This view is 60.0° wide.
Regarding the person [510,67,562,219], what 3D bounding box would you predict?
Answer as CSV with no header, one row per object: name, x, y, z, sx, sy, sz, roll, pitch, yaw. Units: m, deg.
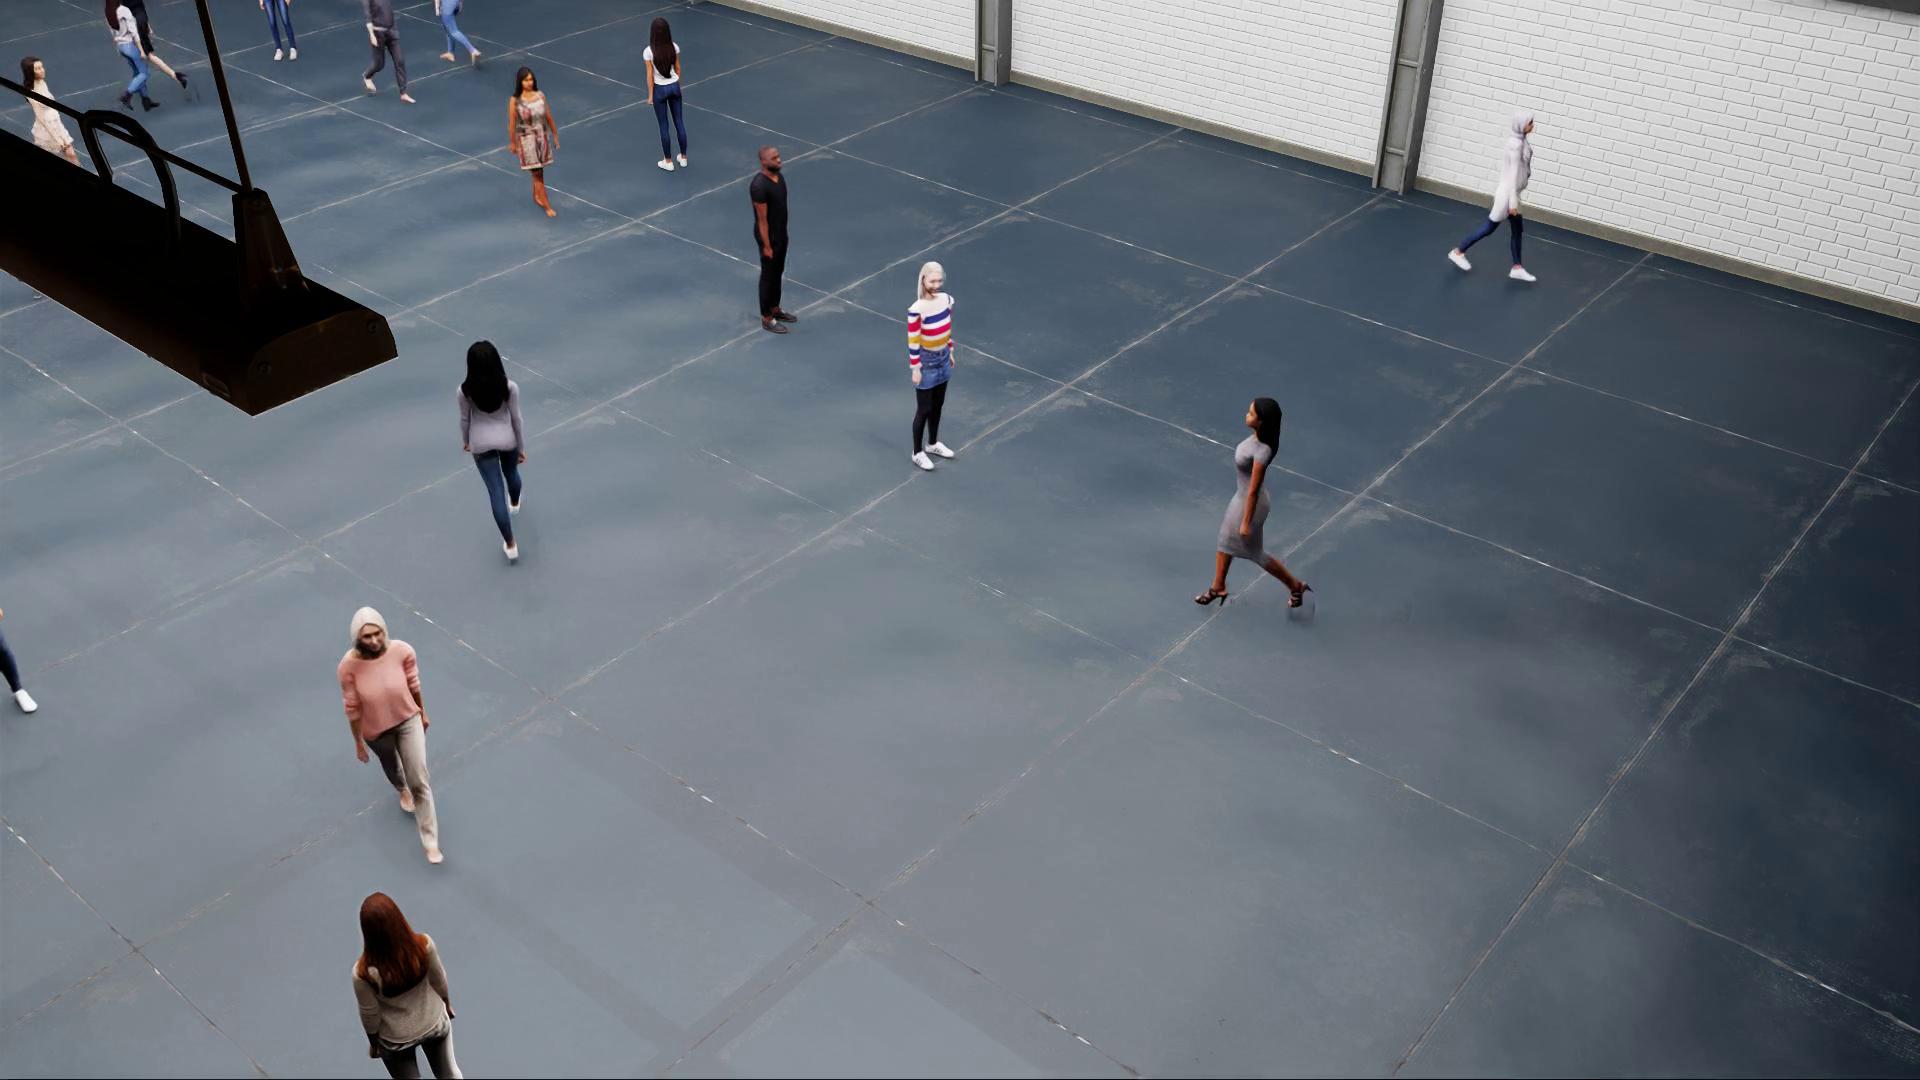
person,-4.744,-4.423,18.370,0.761,1.611,1.044,-24,41,-32

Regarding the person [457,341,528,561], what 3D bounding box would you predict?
person,-3.520,-0.646,12.618,1.024,1.689,1.236,-11,35,-16

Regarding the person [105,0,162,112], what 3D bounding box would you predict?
person,-10.537,-6.175,20.996,0.803,1.621,0.742,18,38,26

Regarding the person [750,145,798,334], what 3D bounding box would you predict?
person,-1.803,-2.894,15.881,0.695,1.819,0.736,11,35,17

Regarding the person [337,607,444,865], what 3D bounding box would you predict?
person,-3.452,1.080,10.035,0.929,1.672,1.206,-15,36,-21

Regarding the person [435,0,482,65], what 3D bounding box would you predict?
person,-6.904,-7.264,22.663,1.066,1.589,0.771,15,36,21

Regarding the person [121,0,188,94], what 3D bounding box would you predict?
person,-10.560,-6.561,21.498,1.191,1.708,0.886,9,35,14

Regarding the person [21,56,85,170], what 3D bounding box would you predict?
person,-10.126,-4.453,18.340,1.097,1.695,0.949,3,34,4

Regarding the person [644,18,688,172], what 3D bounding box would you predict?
person,-3.414,-5.205,19.397,0.639,1.775,0.603,-21,39,-28

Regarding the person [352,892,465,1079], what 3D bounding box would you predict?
person,-2.654,2.363,8.068,0.633,1.713,0.610,-24,40,-31

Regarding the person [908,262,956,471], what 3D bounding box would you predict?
person,-0.239,-1.458,13.732,0.506,1.807,0.654,26,42,33

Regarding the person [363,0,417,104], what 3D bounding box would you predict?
person,-7.487,-6.520,21.414,1.066,1.734,0.678,20,38,27

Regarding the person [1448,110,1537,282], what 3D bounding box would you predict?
person,5.443,-3.468,16.818,1.193,1.738,0.800,16,37,22

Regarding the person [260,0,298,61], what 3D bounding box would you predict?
person,-9.455,-7.521,22.912,0.623,1.743,0.682,-3,34,-4

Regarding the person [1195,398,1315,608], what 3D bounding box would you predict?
person,2.170,-0.187,11.873,1.152,1.748,0.964,4,34,6
